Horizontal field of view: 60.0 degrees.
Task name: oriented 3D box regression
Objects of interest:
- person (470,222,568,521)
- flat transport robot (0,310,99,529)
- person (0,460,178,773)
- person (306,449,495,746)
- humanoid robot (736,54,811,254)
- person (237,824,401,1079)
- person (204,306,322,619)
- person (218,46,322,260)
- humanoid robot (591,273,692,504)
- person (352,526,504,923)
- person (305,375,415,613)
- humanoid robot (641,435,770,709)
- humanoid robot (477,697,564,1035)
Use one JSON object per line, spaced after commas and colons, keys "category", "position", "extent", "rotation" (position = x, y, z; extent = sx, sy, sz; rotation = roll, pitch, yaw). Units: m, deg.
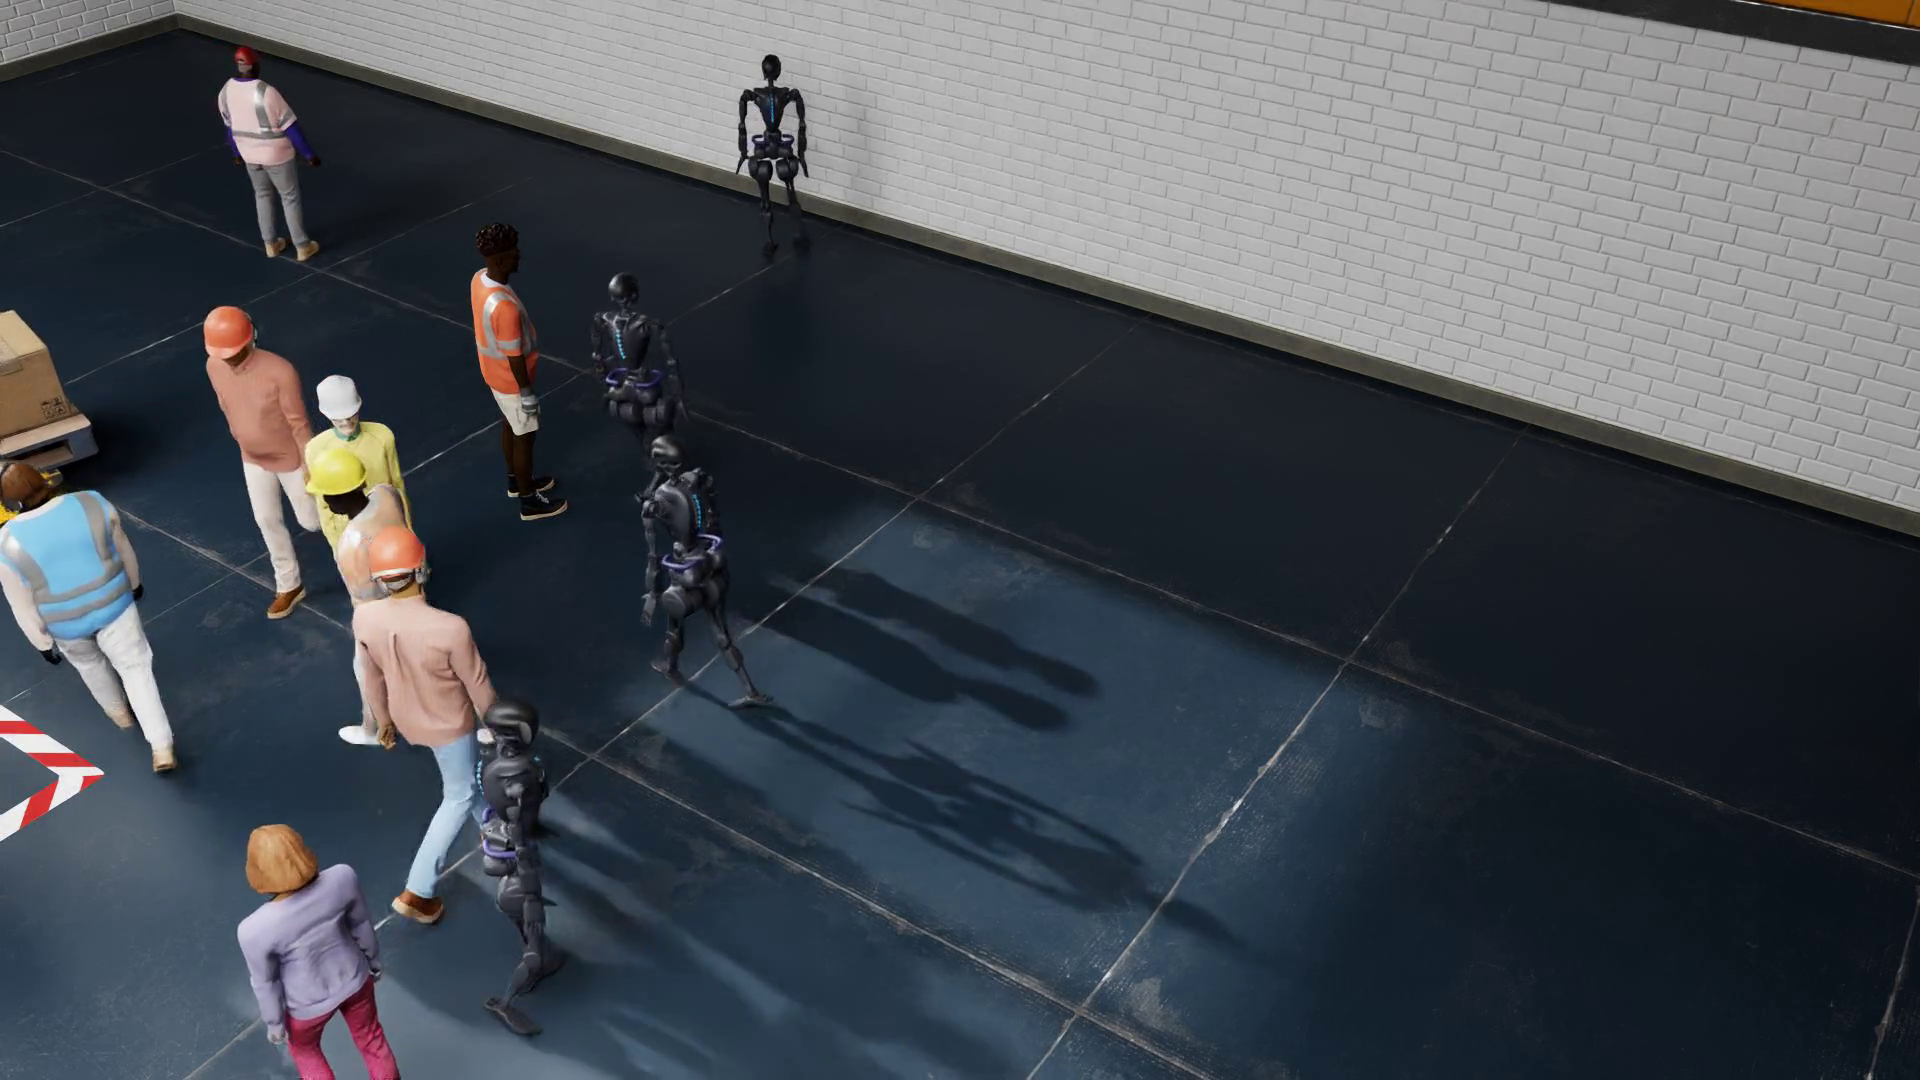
{"category": "person", "position": [-2.761, -1.036, 10.274], "extent": [0.368, 1.958, 0.604], "rotation": [-17, 38, -22]}
{"category": "flat transport robot", "position": [-6.410, -0.473, 10.940], "extent": [0.659, 0.231, 1.431], "rotation": [-27, 43, -33]}
{"category": "person", "position": [-4.398, 0.382, 8.384], "extent": [0.629, 1.801, 0.906], "rotation": [-24, 41, -30]}
{"category": "person", "position": [-2.825, 0.338, 8.372], "extent": [0.947, 1.883, 0.590], "rotation": [6, 35, 9]}
{"category": "humanoid robot", "position": [-1.531, -3.125, 13.500], "extent": [0.586, 1.650, 0.354], "rotation": [-5, 35, -8]}
{"category": "person", "position": [-2.507, 1.775, 6.558], "extent": [0.366, 1.607, 0.513], "rotation": [26, 43, 32]}
{"category": "person", "position": [-3.872, -0.529, 9.548], "extent": [0.623, 1.960, 0.759], "rotation": [10, 36, 13]}
{"category": "person", "position": [-5.532, -3.105, 13.416], "extent": [0.720, 1.745, 0.418], "rotation": [9, 36, 13]}
{"category": "humanoid robot", "position": [-1.986, -0.881, 10.317], "extent": [0.604, 1.641, 0.494], "rotation": [8, 36, 11]}
{"category": "person", "position": [-2.441, 0.837, 7.611], "extent": [0.604, 1.943, 0.933], "rotation": [16, 38, 21]}
{"category": "person", "position": [-3.176, -0.064, 8.943], "extent": [0.472, 1.891, 0.398], "rotation": [-20, 40, -26]}
{"category": "humanoid robot", "position": [-1.406, 0.194, 8.804], "extent": [0.747, 1.629, 0.598], "rotation": [20, 40, 26]}
{"category": "humanoid robot", "position": [-1.916, 1.366, 7.089], "extent": [0.438, 1.646, 0.598], "rotation": [-8, 36, -11]}
